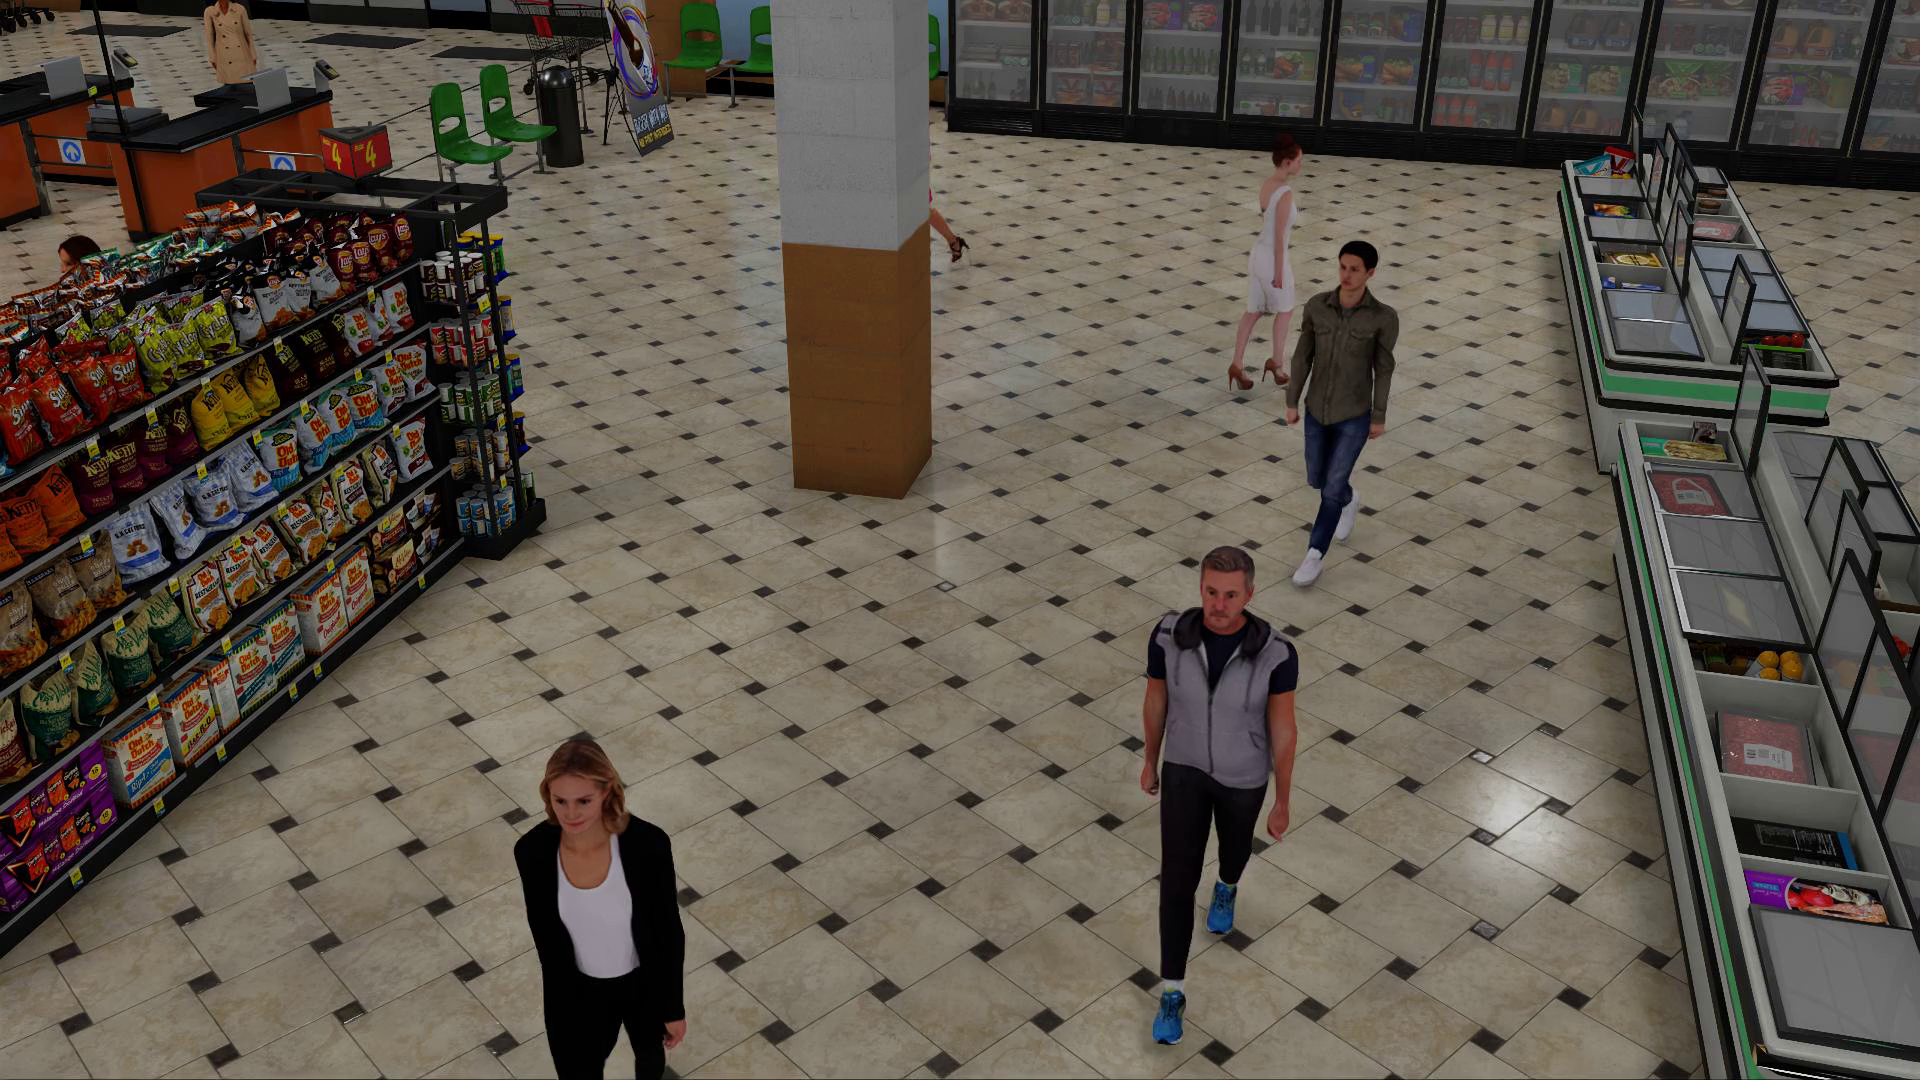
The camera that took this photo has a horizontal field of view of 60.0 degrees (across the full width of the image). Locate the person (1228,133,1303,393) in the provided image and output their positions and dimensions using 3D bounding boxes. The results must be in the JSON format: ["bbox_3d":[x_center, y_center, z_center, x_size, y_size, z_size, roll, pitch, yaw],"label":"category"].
[{"bbox_3d":[2.083,-1.837,11.257,0.813,1.774,0.763,-7,28,-13],"label":"person"}]

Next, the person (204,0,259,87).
[{"bbox_3d":[-7.872,-5.221,18.032,0.718,1.682,0.740,-10,29,-20],"label":"person"}]

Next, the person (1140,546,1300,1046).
[{"bbox_3d":[0.944,0.815,6.018,0.705,1.782,1.163,7,28,13],"label":"person"}]

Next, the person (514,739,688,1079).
[{"bbox_3d":[-1.036,1.320,5.056,0.922,1.752,1.225,-4,27,-7],"label":"person"}]

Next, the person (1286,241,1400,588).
[{"bbox_3d":[2.076,-0.713,8.965,0.968,1.842,1.224,18,32,31],"label":"person"}]
